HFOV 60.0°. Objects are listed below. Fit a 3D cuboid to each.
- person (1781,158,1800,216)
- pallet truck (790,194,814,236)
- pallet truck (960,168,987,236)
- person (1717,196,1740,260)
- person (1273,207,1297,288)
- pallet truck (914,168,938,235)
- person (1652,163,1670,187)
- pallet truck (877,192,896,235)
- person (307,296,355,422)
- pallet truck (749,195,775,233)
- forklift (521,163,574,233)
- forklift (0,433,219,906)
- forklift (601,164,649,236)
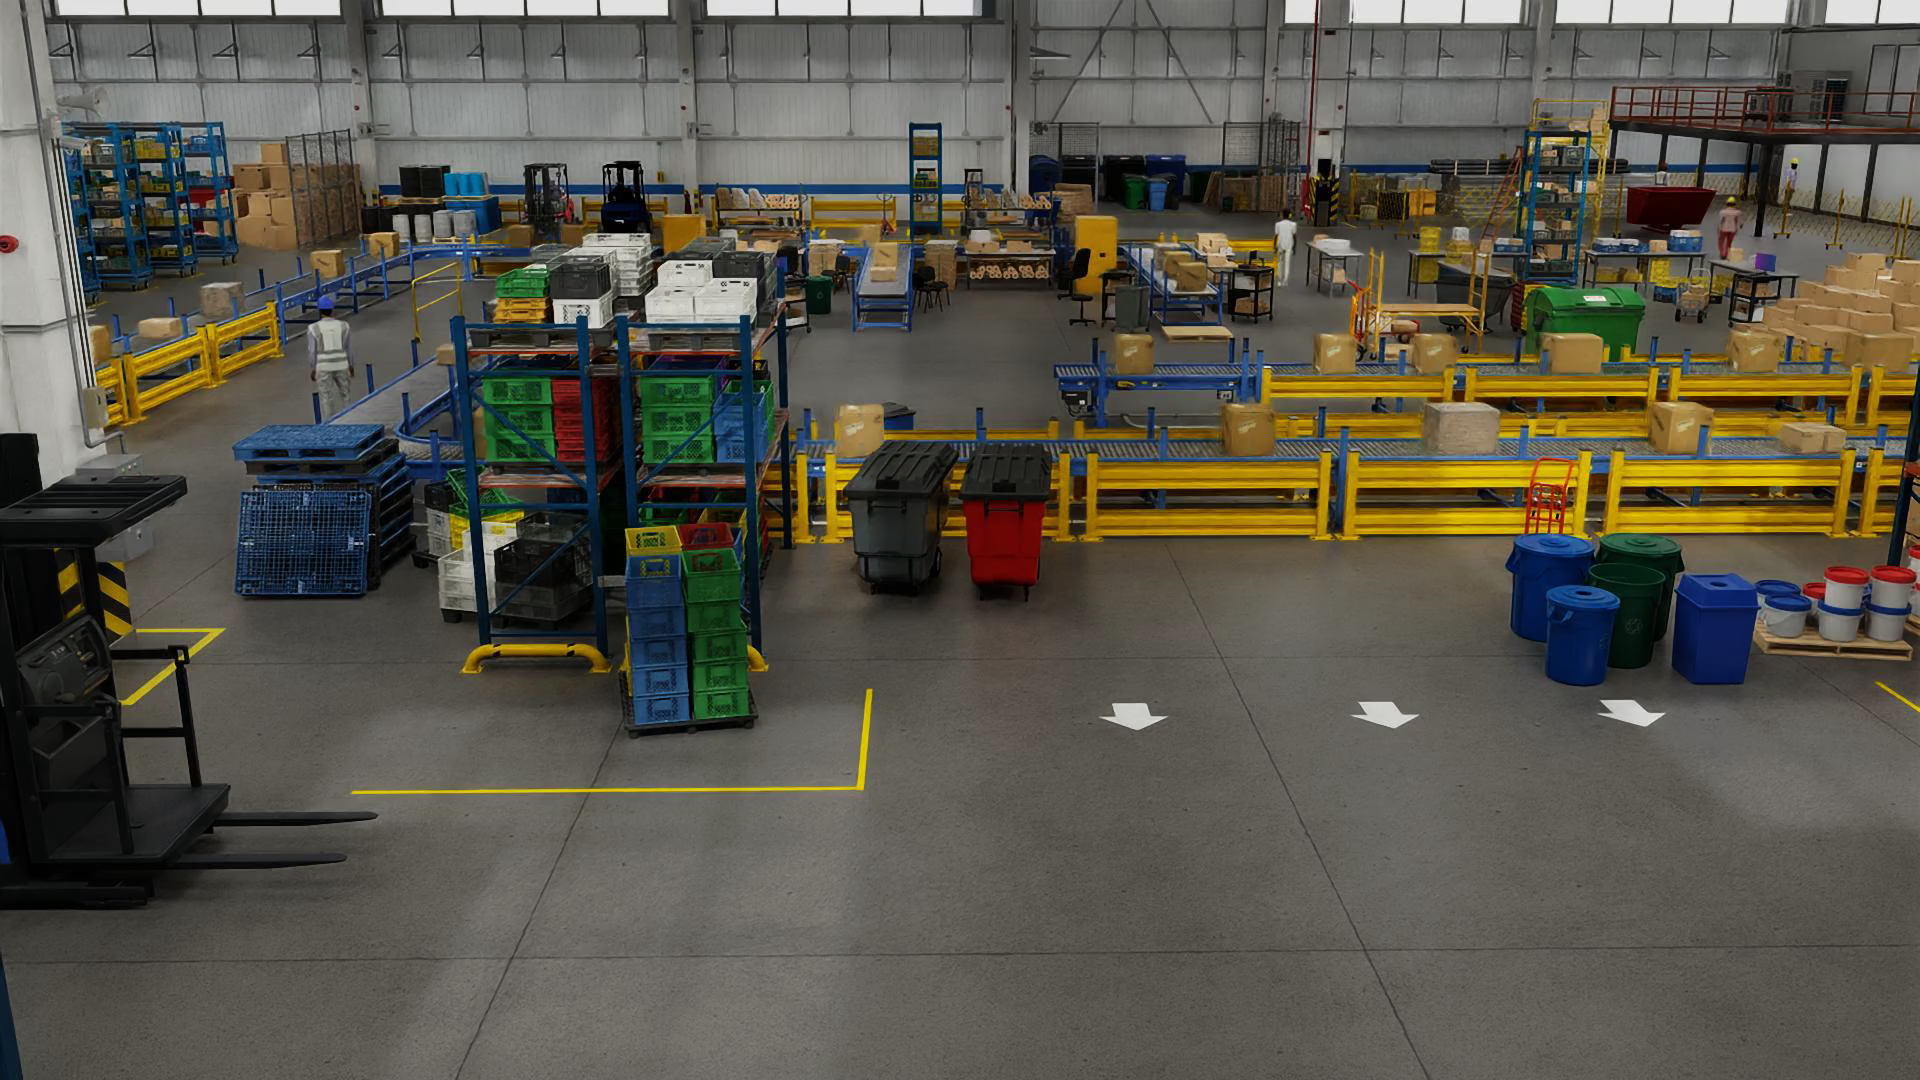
[{"bbox_3d":[28.136,-11.933,56.270,0.623,1.918,0.408,-14,21,-39],"label":"person"},{"bbox_3d":[-4.814,-9.883,50.259,0.704,1.261,1.522,-1,16,-3],"label":"pallet truck"},{"bbox_3d":[0.383,-10.230,50.206,0.823,1.965,1.885,-1,16,-3],"label":"pallet truck"},{"bbox_3d":[19.645,-7.903,42.553,0.531,1.754,0.406,3,16,11],"label":"person"},{"bbox_3d":[7.482,-6.718,38.306,0.534,1.840,0.806,3,16,11],"label":"person"},{"bbox_3d":[-0.989,-10.316,50.507,0.823,1.965,1.885,1,16,3],"label":"pallet truck"},{"bbox_3d":[22.934,-11.385,54.423,0.342,1.882,0.579,-11,19,-34],"label":"person"},{"bbox_3d":[-2.277,-9.986,50.594,0.653,1.274,1.630,0,16,-1],"label":"pallet truck"},{"bbox_3d":[-8.746,-2.421,23.152,0.615,1.945,0.404,-12,20,-36],"label":"person"},{"bbox_3d":[-6.051,-9.967,50.660,0.680,1.201,1.601,0,16,-1],"label":"pallet truck"},{"bbox_3d":[-12.233,-10.122,49.298,1.157,1.987,2.680,0,16,-1],"label":"forklift"},{"bbox_3d":[-5.952,0.780,10.366,1.873,2.768,1.129,0,16,-1],"label":"forklift"},{"bbox_3d":[-9.948,-10.127,49.296,1.157,1.987,2.680,-1,16,-3],"label":"forklift"}]
